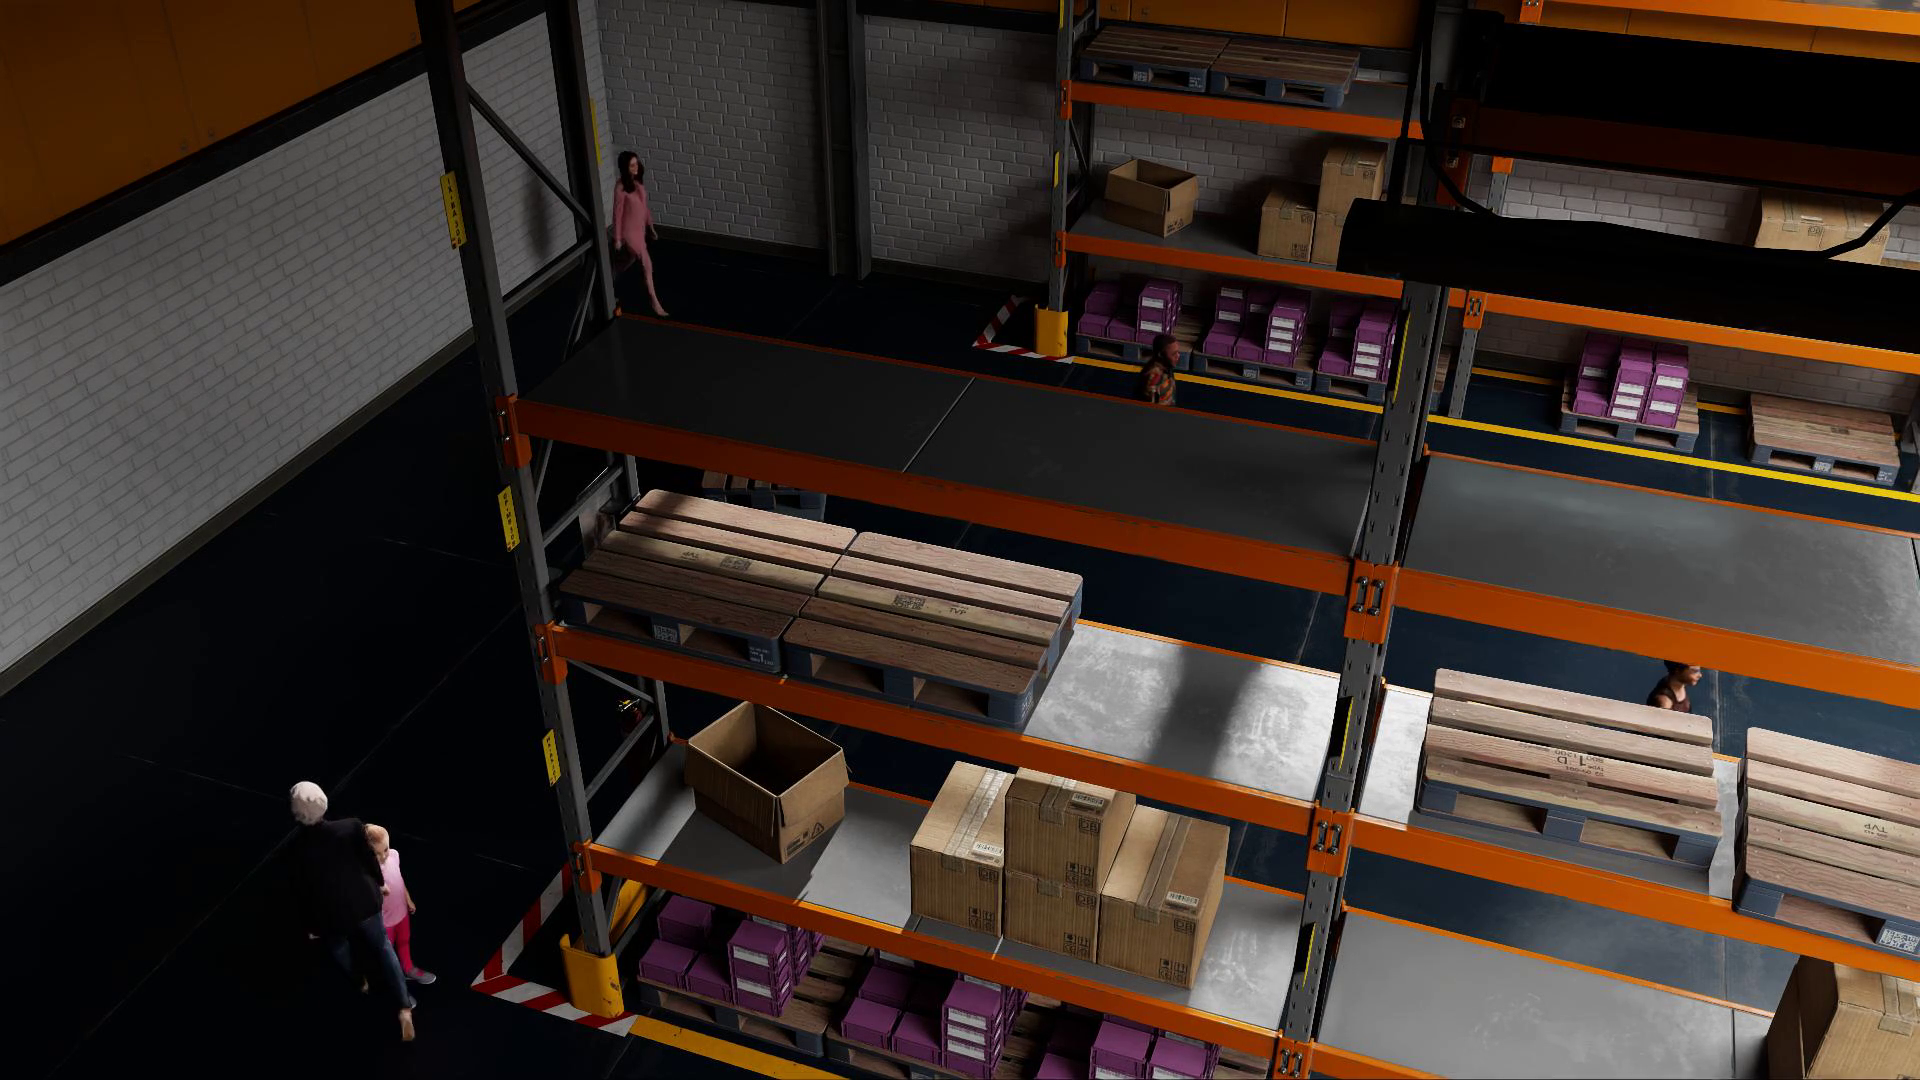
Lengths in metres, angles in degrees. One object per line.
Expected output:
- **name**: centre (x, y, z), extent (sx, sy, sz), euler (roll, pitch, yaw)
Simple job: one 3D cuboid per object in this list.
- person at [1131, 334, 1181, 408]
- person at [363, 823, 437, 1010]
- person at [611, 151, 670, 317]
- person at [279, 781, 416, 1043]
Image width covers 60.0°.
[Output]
- **person**: centre (1.546, -0.905, 13.828), extent (0.649, 1.783, 0.687), euler (11, 35, 16)
- **person**: centre (-3.327, 2.160, 9.677), extent (0.495, 1.273, 0.478), euler (13, 36, 18)
- **person**: centre (-3.478, -3.194, 17.294), extent (1.091, 1.759, 0.626), euler (12, 35, 17)
- **person**: centre (-3.279, 2.014, 9.007), extent (1.113, 1.766, 1.153), euler (-19, 38, -26)
